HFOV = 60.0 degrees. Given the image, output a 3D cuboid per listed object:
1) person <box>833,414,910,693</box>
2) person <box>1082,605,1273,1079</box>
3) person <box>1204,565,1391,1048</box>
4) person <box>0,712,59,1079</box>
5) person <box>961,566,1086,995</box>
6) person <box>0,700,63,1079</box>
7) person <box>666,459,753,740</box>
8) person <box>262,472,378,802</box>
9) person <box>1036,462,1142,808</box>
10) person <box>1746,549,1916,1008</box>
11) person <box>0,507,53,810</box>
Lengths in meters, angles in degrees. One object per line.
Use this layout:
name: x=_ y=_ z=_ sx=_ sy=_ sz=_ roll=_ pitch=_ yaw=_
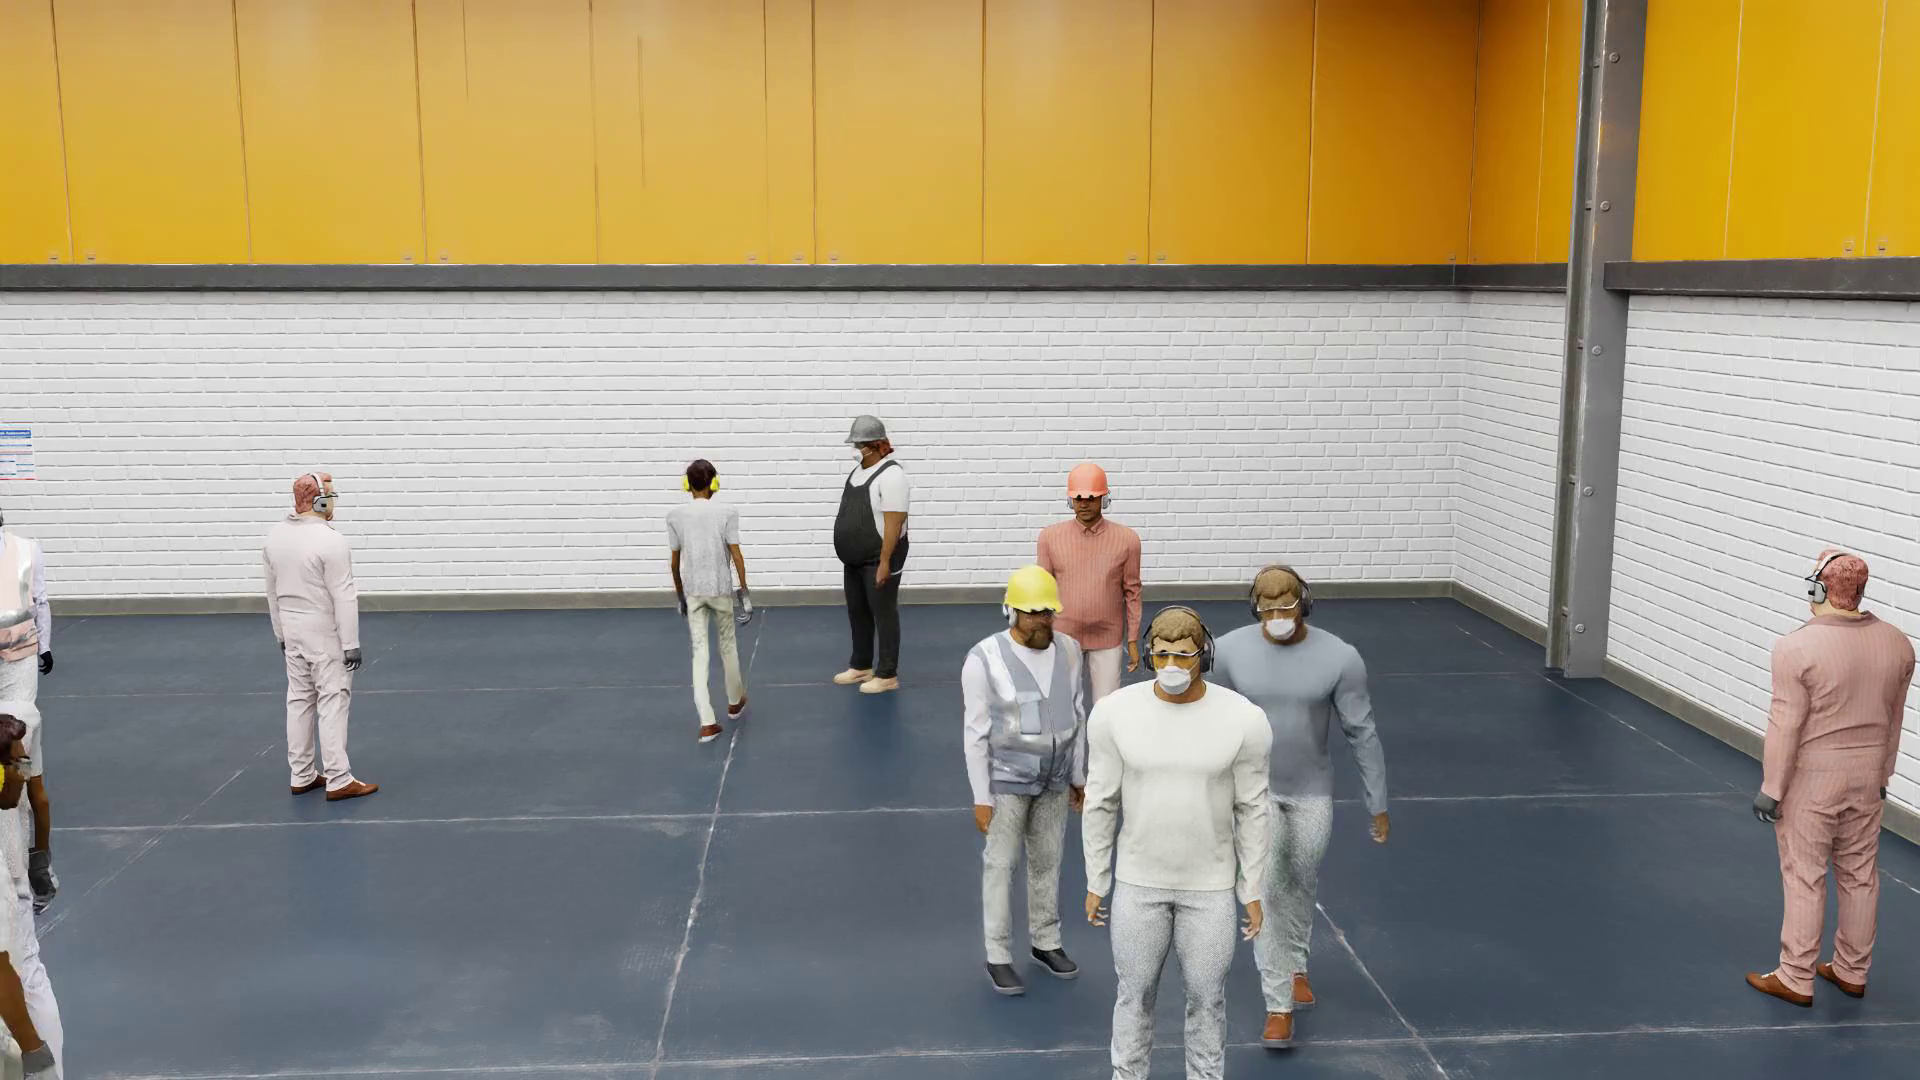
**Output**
person: x=-0.660 y=0.092 z=12.137 sx=0.537 sy=2.000 sz=0.694 roll=-6 pitch=11 yaw=-32
person: x=0.728 y=1.173 z=5.666 sx=0.635 sy=1.938 sz=0.359 roll=2 pitch=9 yaw=10
person: x=1.327 y=1.038 z=6.624 sx=0.763 sy=1.893 sz=0.873 roll=1 pitch=9 yaw=7
person: x=-2.629 y=1.383 z=4.672 sx=0.795 sy=1.832 sz=0.576 roll=-8 pitch=12 yaw=-41
person: x=0.297 y=1.008 z=7.083 sx=0.606 sy=1.824 sz=0.416 roll=-5 pitch=10 yaw=-30
person: x=-3.407 y=1.190 z=5.786 sx=0.309 sy=1.868 sz=0.535 roll=5 pitch=10 yaw=26
person: x=-1.646 y=0.369 z=11.121 sx=0.586 sy=1.808 sz=0.926 roll=0 pitch=9 yaw=0
person: x=-3.703 y=0.555 z=9.654 sx=0.651 sy=1.906 sz=0.403 roll=5 pitch=10 yaw=29
person: x=0.716 y=0.549 z=9.410 sx=0.622 sy=1.992 sz=0.397 roll=1 pitch=9 yaw=7
person: x=3.593 y=0.988 z=6.934 sx=0.643 sy=1.910 sz=0.400 roll=-2 pitch=9 yaw=-13
person: x=-5.434 y=0.638 z=9.335 sx=0.633 sy=1.841 sz=0.429 roll=-7 pitch=12 yaw=-39
